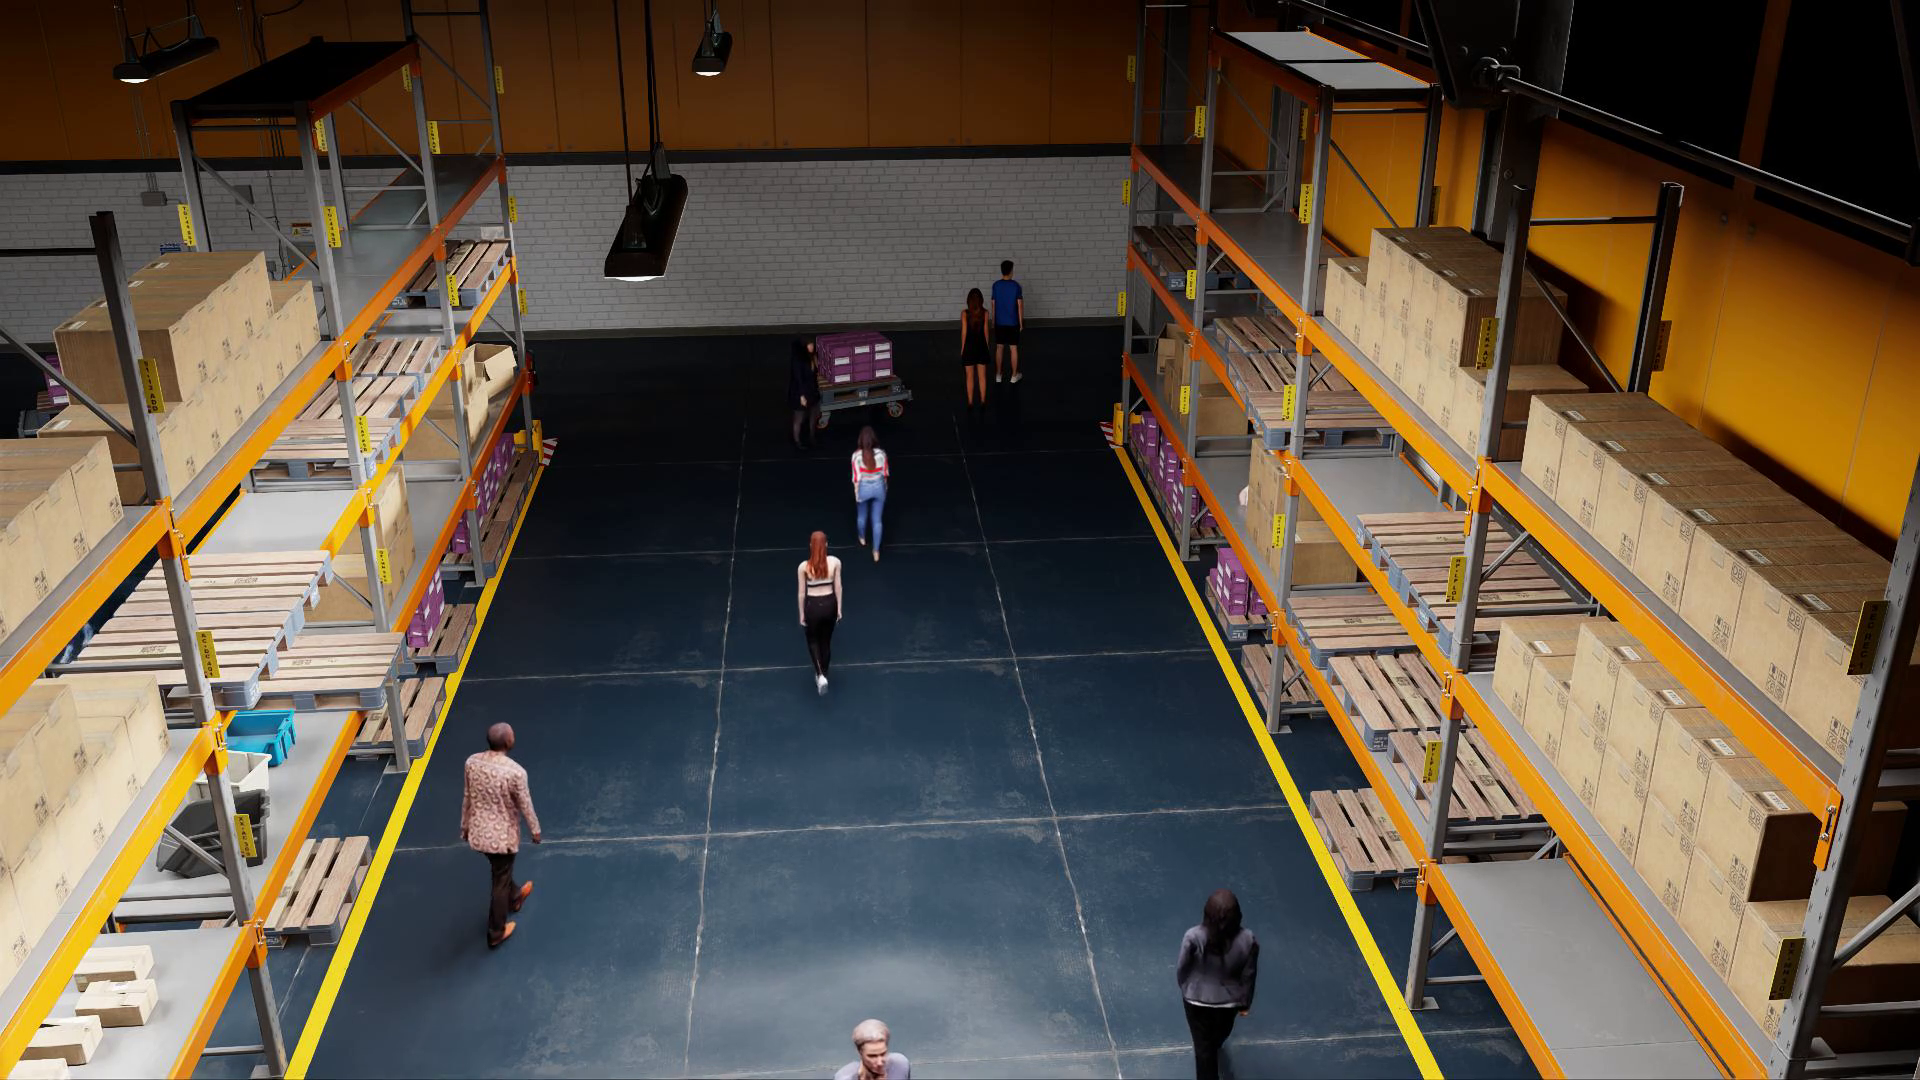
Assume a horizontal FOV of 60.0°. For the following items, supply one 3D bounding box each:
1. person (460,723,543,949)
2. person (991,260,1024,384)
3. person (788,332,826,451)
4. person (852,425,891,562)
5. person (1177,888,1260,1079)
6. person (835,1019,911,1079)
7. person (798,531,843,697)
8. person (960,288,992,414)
[{"bbox_3d":[-3.563,2.277,12.597,0.979,1.767,1.124,8,25,18],"label":"person"},{"bbox_3d":[0.712,-3.332,25.303,0.703,1.867,0.677,5,24,11],"label":"person"},{"bbox_3d":[-2.187,-2.002,22.511,0.859,1.665,0.775,13,27,26],"label":"person"},{"bbox_3d":[-1.007,-0.528,19.244,0.599,1.581,0.936,-3,24,-7],"label":"person"},{"bbox_3d":[1.703,3.078,11.033,0.650,1.551,1.022,-2,24,-5],"label":"person"},{"bbox_3d":[-0.491,3.535,9.571,0.749,1.885,0.721,-13,27,-27],"label":"person"},{"bbox_3d":[-1.337,0.748,16.141,0.661,1.728,0.941,-5,24,-12],"label":"person"},{"bbox_3d":[0.215,-2.725,23.956,0.595,1.834,0.545,-4,24,-9],"label":"person"}]
